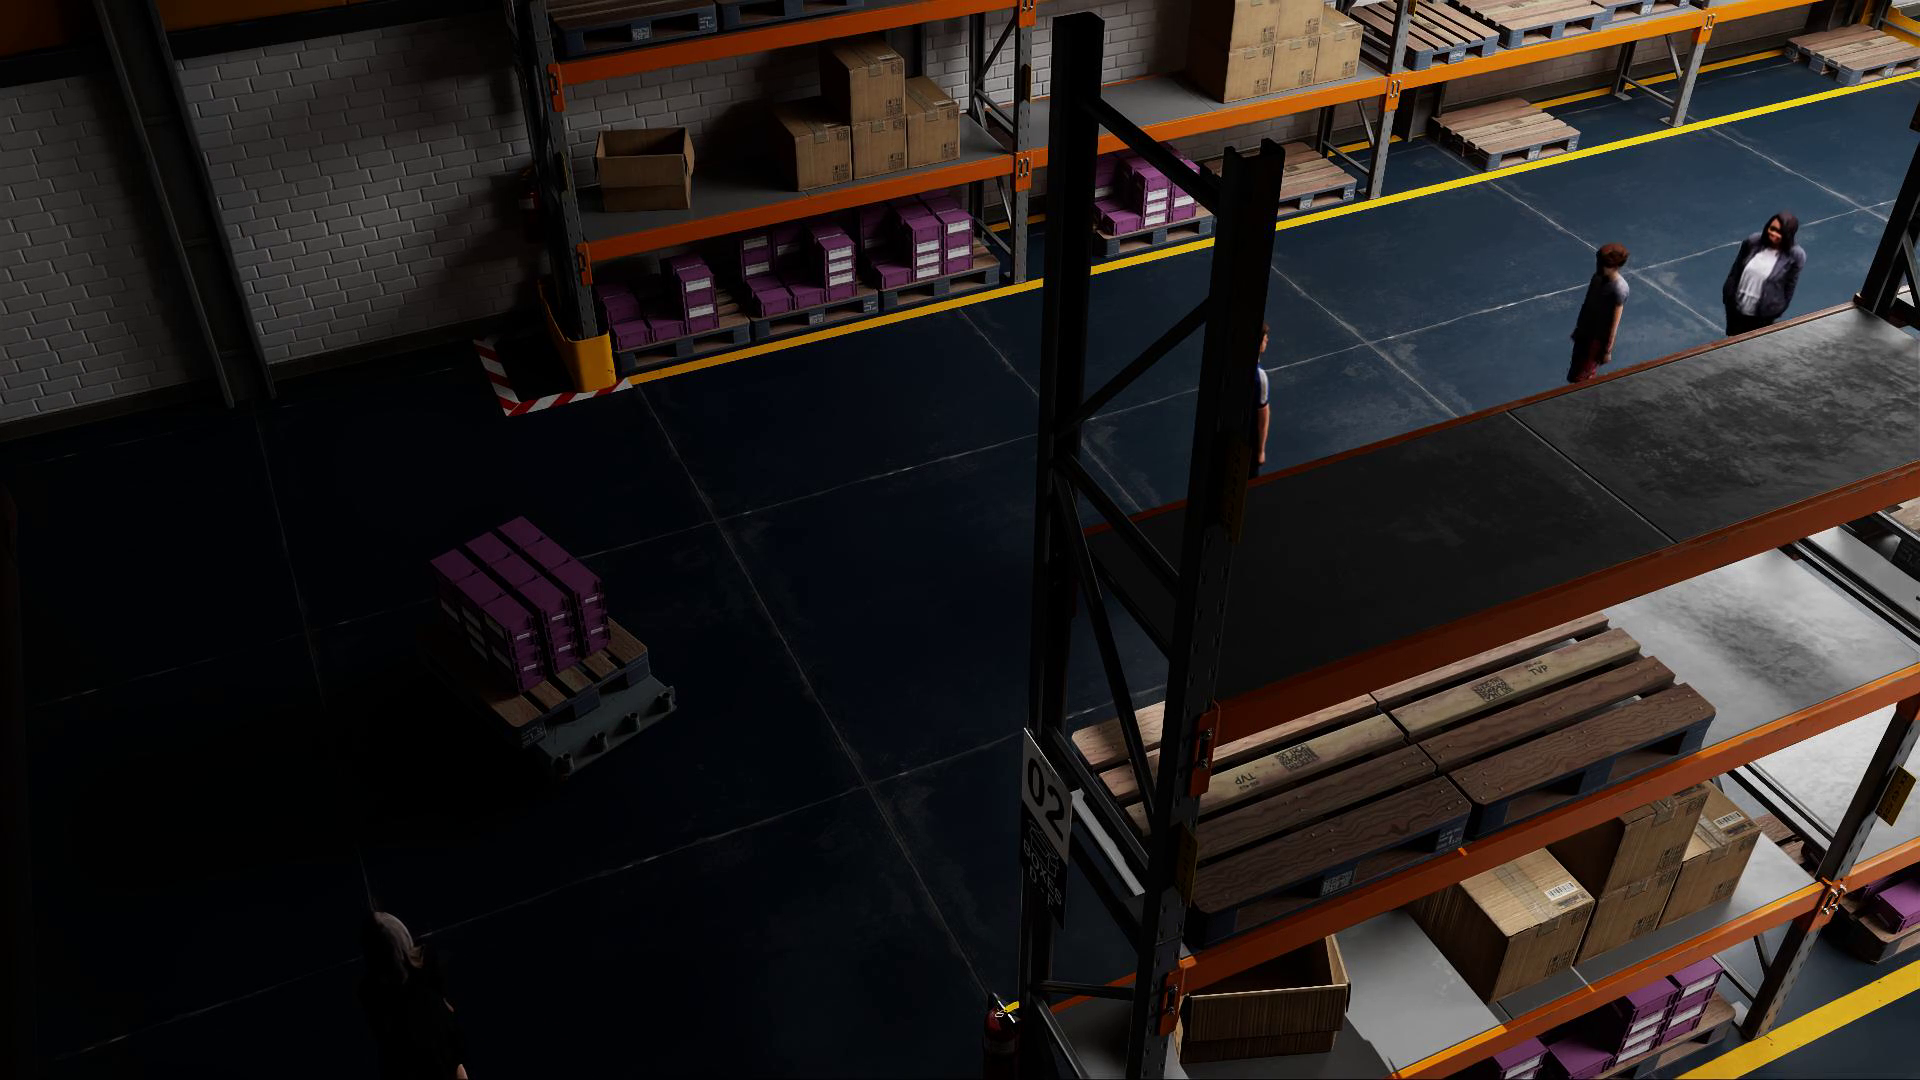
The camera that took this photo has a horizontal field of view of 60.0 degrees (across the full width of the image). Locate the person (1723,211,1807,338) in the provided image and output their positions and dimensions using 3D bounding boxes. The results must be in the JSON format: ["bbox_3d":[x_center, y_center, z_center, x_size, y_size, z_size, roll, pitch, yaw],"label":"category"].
[{"bbox_3d":[6.556,-1.986,13.667,0.914,1.581,1.123,31,48,33],"label":"person"}]

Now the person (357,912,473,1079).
[{"bbox_3d":[-2.633,2.385,8.061,0.745,1.747,0.638,27,46,30],"label":"person"}]

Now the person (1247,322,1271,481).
[{"bbox_3d":[1.992,-0.758,11.902,0.582,1.865,0.645,-19,42,-22],"label":"person"}]

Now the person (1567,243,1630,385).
[{"bbox_3d":[5.087,-1.595,13.128,0.804,1.642,0.705,-7,39,-9],"label":"person"}]
